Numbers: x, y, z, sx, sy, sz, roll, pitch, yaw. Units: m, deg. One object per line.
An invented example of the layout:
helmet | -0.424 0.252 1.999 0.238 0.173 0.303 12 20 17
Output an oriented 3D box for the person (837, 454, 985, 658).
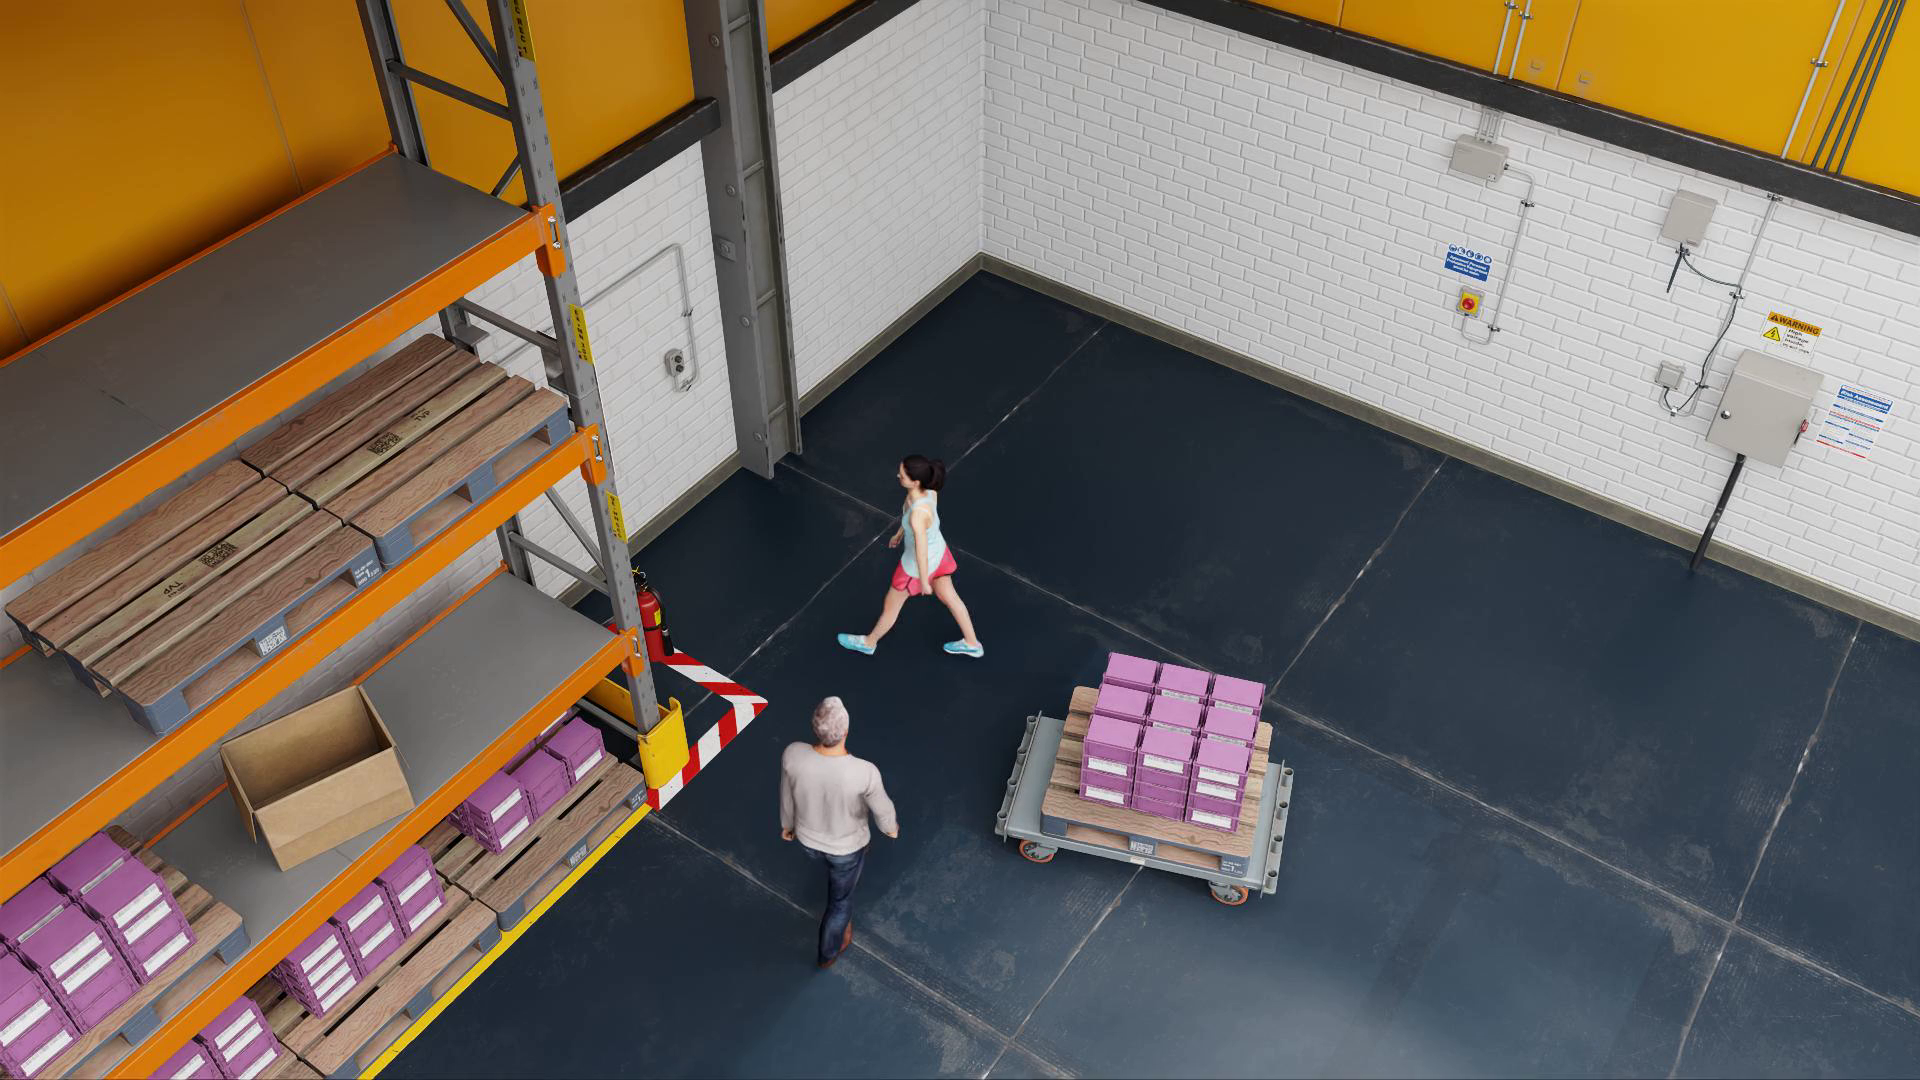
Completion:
person | -0.148 0.153 10.515 1.019 1.708 1.205 7 44 7

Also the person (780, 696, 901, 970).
person | -0.703 1.640 8.836 0.912 1.872 1.172 16 46 16
